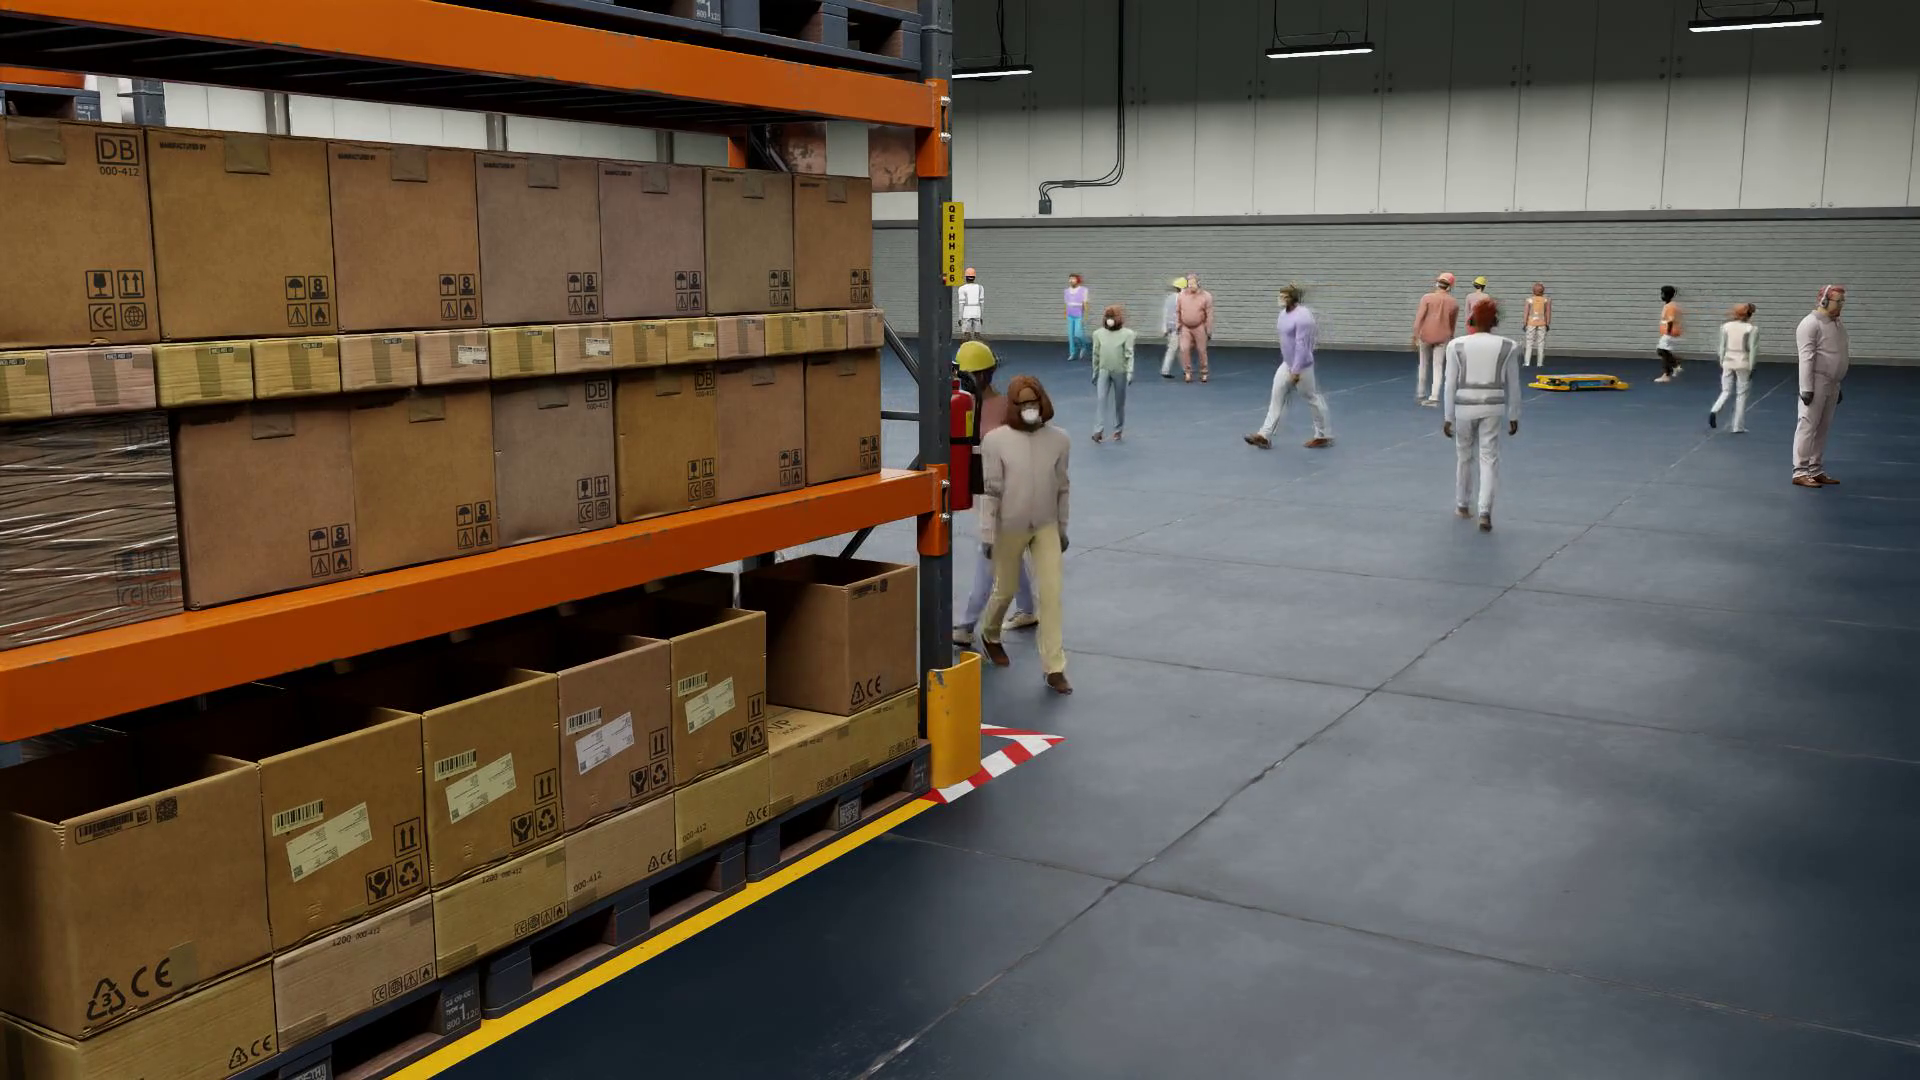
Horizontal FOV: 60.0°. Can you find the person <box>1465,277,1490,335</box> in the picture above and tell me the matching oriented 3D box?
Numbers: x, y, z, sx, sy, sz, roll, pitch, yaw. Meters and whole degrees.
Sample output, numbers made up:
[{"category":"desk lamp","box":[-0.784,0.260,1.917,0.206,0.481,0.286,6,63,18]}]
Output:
[{"category":"person","box":[10.207,-4.297,32.800,0.328,1.769,0.526,-9,13,-43]}]

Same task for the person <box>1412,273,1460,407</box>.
[{"category":"person","box":[6.947,-2.932,24.345,0.676,1.927,0.849,1,10,7]}]

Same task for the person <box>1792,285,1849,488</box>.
[{"category":"person","box":[8.176,-1.456,15.763,0.643,1.908,0.411,-7,12,-37]}]

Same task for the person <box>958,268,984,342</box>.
[{"category":"person","box":[0.217,-4.555,33.806,0.542,1.939,0.366,-4,10,-20]}]

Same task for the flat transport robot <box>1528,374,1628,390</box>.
[{"category":"flat transport robot","box":[10.083,-2.578,27.109,1.431,0.197,0.652,-3,10,-16]}]

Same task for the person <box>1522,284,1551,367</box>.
[{"category":"person","box":[11.331,-4.207,32.671,0.547,1.634,0.314,1,10,6]}]

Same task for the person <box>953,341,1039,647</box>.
[{"category":"person","box":[0.157,-0.265,9.393,0.921,1.702,0.563,-7,12,-36]}]

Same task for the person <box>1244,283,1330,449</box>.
[{"category":"person","box":[3.738,-1.940,18.701,1.063,1.872,0.640,-3,10,-18]}]

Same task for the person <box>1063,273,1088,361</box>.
[{"category":"person","box":[2.404,-4.637,34.603,0.599,1.829,0.440,7,12,36]}]

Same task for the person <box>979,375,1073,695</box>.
[{"category":"person","box":[0.318,-0.063,8.523,0.507,1.592,0.816,-3,10,-19]}]

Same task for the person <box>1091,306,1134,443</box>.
[{"category":"person","box":[1.760,-1.915,19.339,0.524,1.583,0.839,3,10,19]}]

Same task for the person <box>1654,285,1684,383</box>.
[{"category":"person","box":[12.212,-3.543,28.625,0.401,1.677,0.539,3,10,17]}]

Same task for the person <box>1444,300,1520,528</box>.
[{"category":"person","box":[4.231,-1.028,13.504,0.596,1.834,1.012,3,10,15]}]

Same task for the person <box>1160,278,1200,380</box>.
[{"category":"person","box":[3.908,-3.728,29.398,0.905,1.786,0.603,-4,10,-21]}]

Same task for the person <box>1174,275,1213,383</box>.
[{"category":"person","box":[4.025,-3.635,28.671,0.664,1.854,0.705,3,10,19]}]

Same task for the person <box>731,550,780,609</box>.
[{"category":"person","box":[-1.126,-0.233,8.954,0.986,1.792,0.641,7,12,35]}]

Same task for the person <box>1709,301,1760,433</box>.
[{"category":"person","box":[9.498,-2.108,20.380,0.509,1.631,0.520,-6,12,-33]}]
